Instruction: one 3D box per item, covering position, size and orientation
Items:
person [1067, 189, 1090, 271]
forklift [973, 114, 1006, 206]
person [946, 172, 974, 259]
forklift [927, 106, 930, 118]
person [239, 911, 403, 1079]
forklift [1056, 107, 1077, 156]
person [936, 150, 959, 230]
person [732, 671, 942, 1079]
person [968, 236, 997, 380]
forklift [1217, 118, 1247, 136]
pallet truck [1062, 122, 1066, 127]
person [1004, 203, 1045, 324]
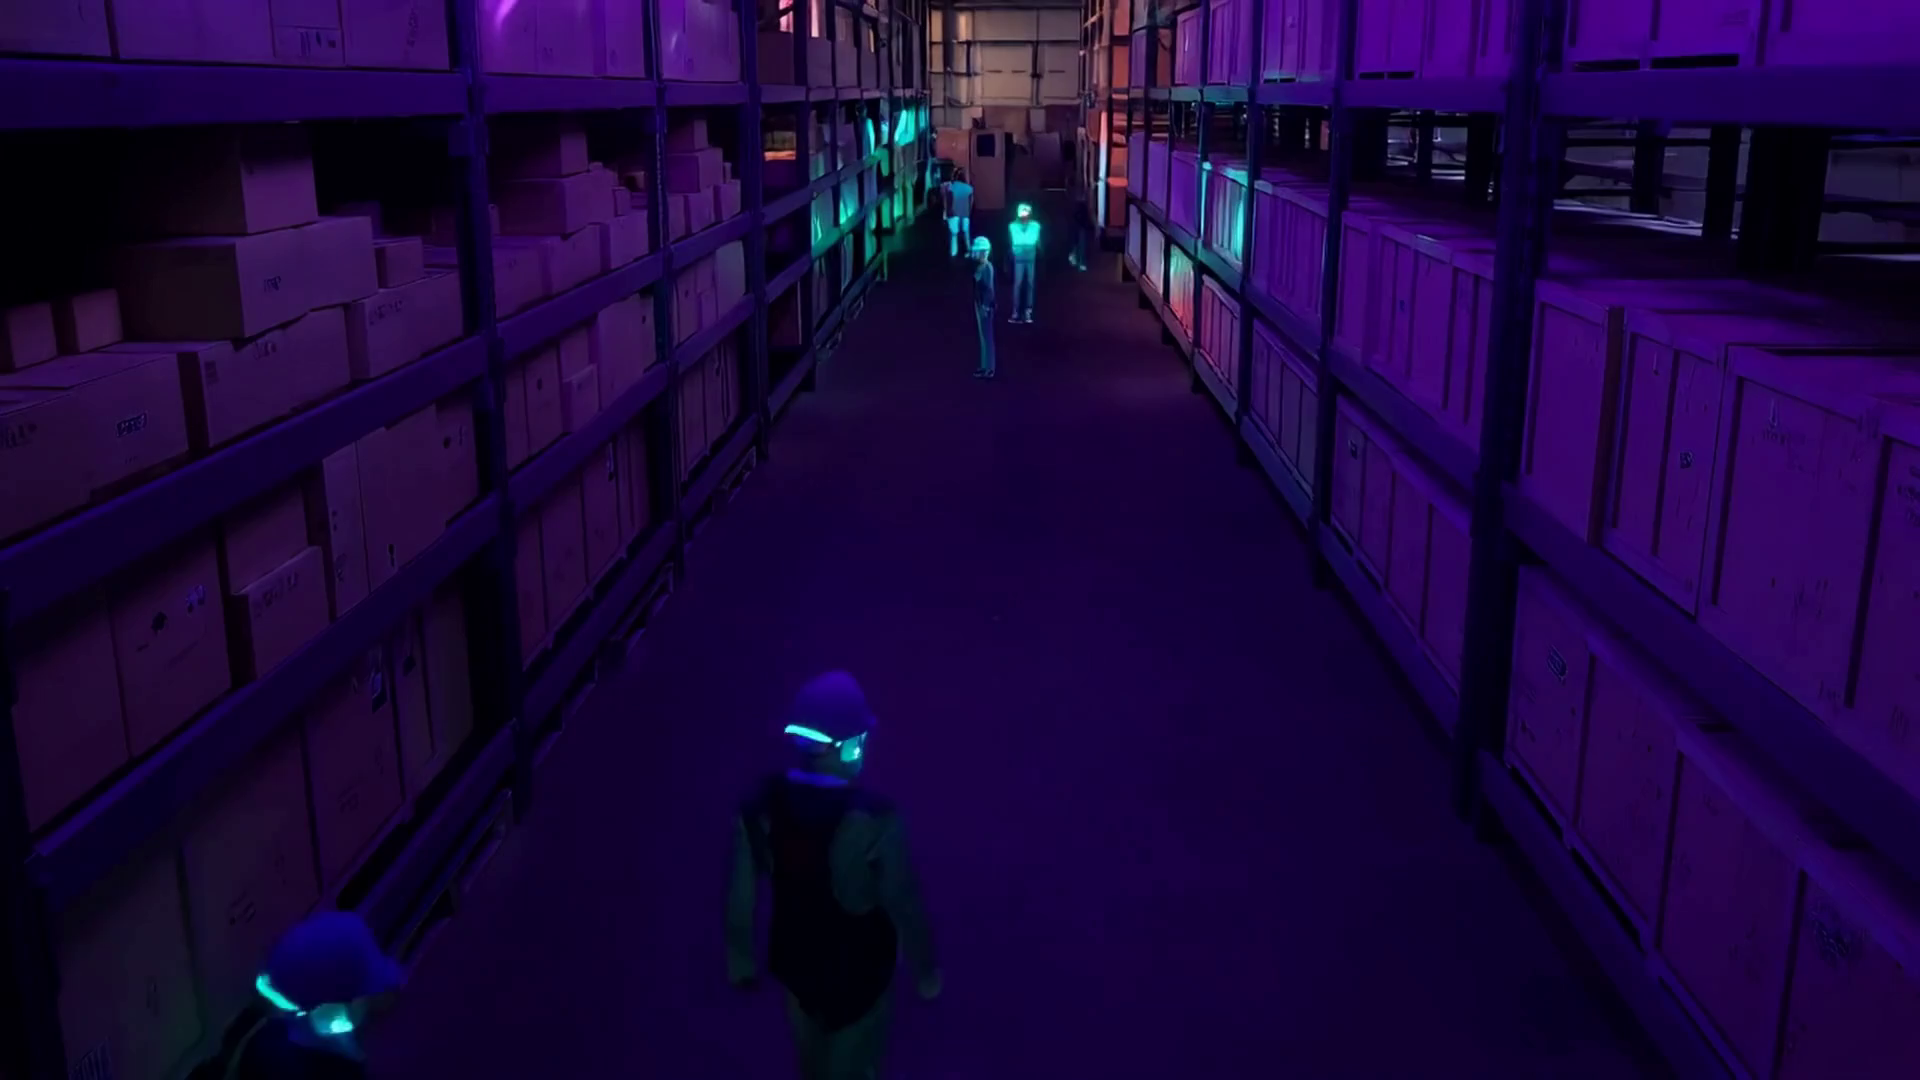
[{"bbox_3d":[2.380,-6.215,33.300,0.471,1.621,0.523,8,17,26],"label":"person"},{"bbox_3d":[0.876,-11.968,52.319,1.129,2.768,1.873,0,15,2],"label":"forklift"},{"bbox_3d":[-0.023,-6.924,35.522,0.634,1.842,0.429,-6,16,-20],"label":"person"},{"bbox_3d":[-1.918,-21.452,87.608,1.129,2.768,1.873,0,15,2],"label":"forklift"},{"bbox_3d":[-1.448,1.651,3.873,0.557,1.710,0.896,13,20,41],"label":"person"},{"bbox_3d":[4.963,-18.819,77.810,1.129,2.768,1.873,-7,17,-24],"label":"forklift"},{"bbox_3d":[-0.330,-9.130,43.394,0.610,2.010,0.840,1,15,3],"label":"person"},{"bbox_3d":[-0.347,1.261,5.162,0.590,1.783,0.925,10,18,32],"label":"person"},{"bbox_3d":[0.283,-2.860,20.551,0.329,1.765,0.526,-3,15,-13],"label":"person"},{"bbox_3d":[7.226,-9.733,44.006,1.129,2.768,1.873,13,20,41],"label":"forklift"},{"bbox_3d":[5.788,-21.111,88.014,1.885,1.965,0.823,5,16,18],"label":"pallet truck"},{"bbox_3d":[0.987,-4.267,25.675,0.569,1.824,0.530,-8,17,-28],"label":"person"}]
